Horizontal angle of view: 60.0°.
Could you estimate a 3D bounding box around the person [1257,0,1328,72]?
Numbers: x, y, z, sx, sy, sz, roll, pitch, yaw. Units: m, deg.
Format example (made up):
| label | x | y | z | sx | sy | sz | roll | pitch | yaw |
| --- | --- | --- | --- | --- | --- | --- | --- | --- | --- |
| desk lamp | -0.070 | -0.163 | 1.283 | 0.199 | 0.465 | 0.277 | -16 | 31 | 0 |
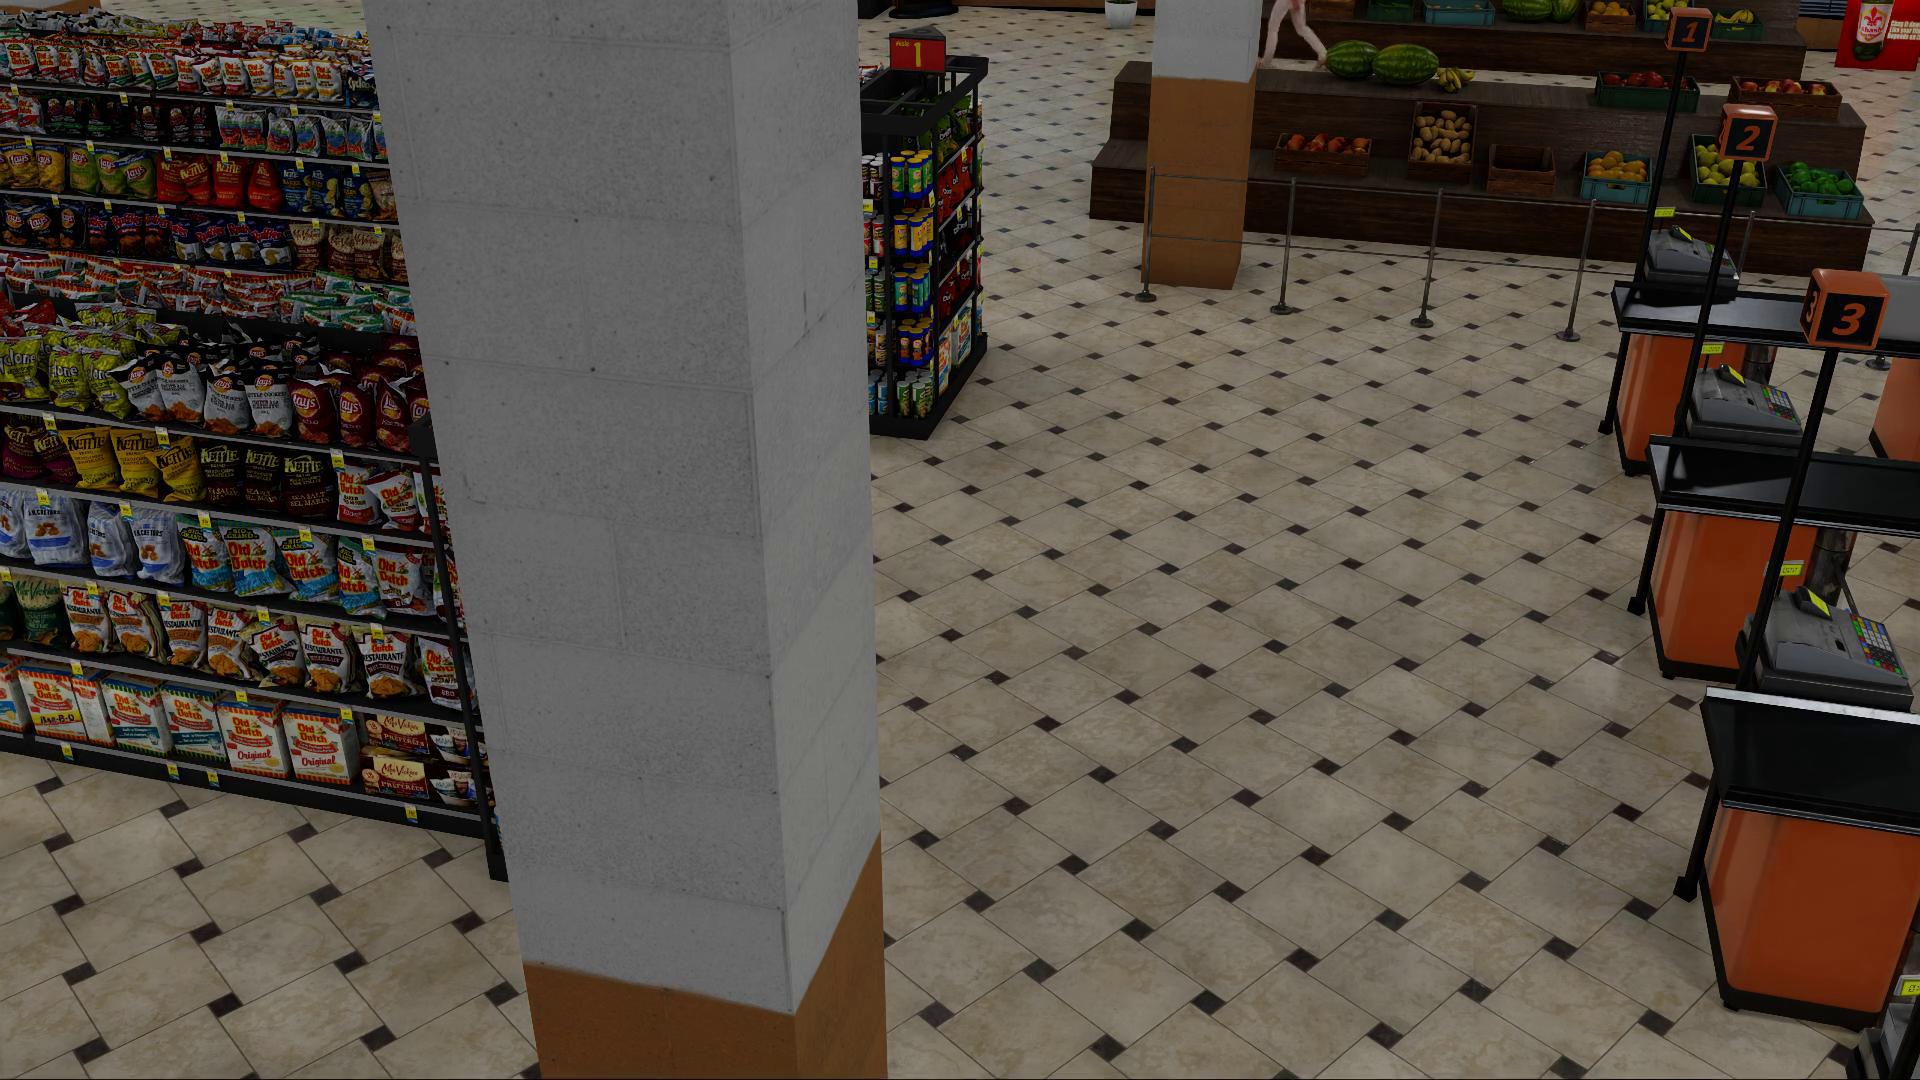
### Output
| label | x | y | z | sx | sy | sz | roll | pitch | yaw |
| --- | --- | --- | --- | --- | --- | --- | --- | --- | --- |
| person | 3.752 | -5.970 | 18.293 | 1.169 | 1.682 | 0.715 | 12 | 31 | 21 |
